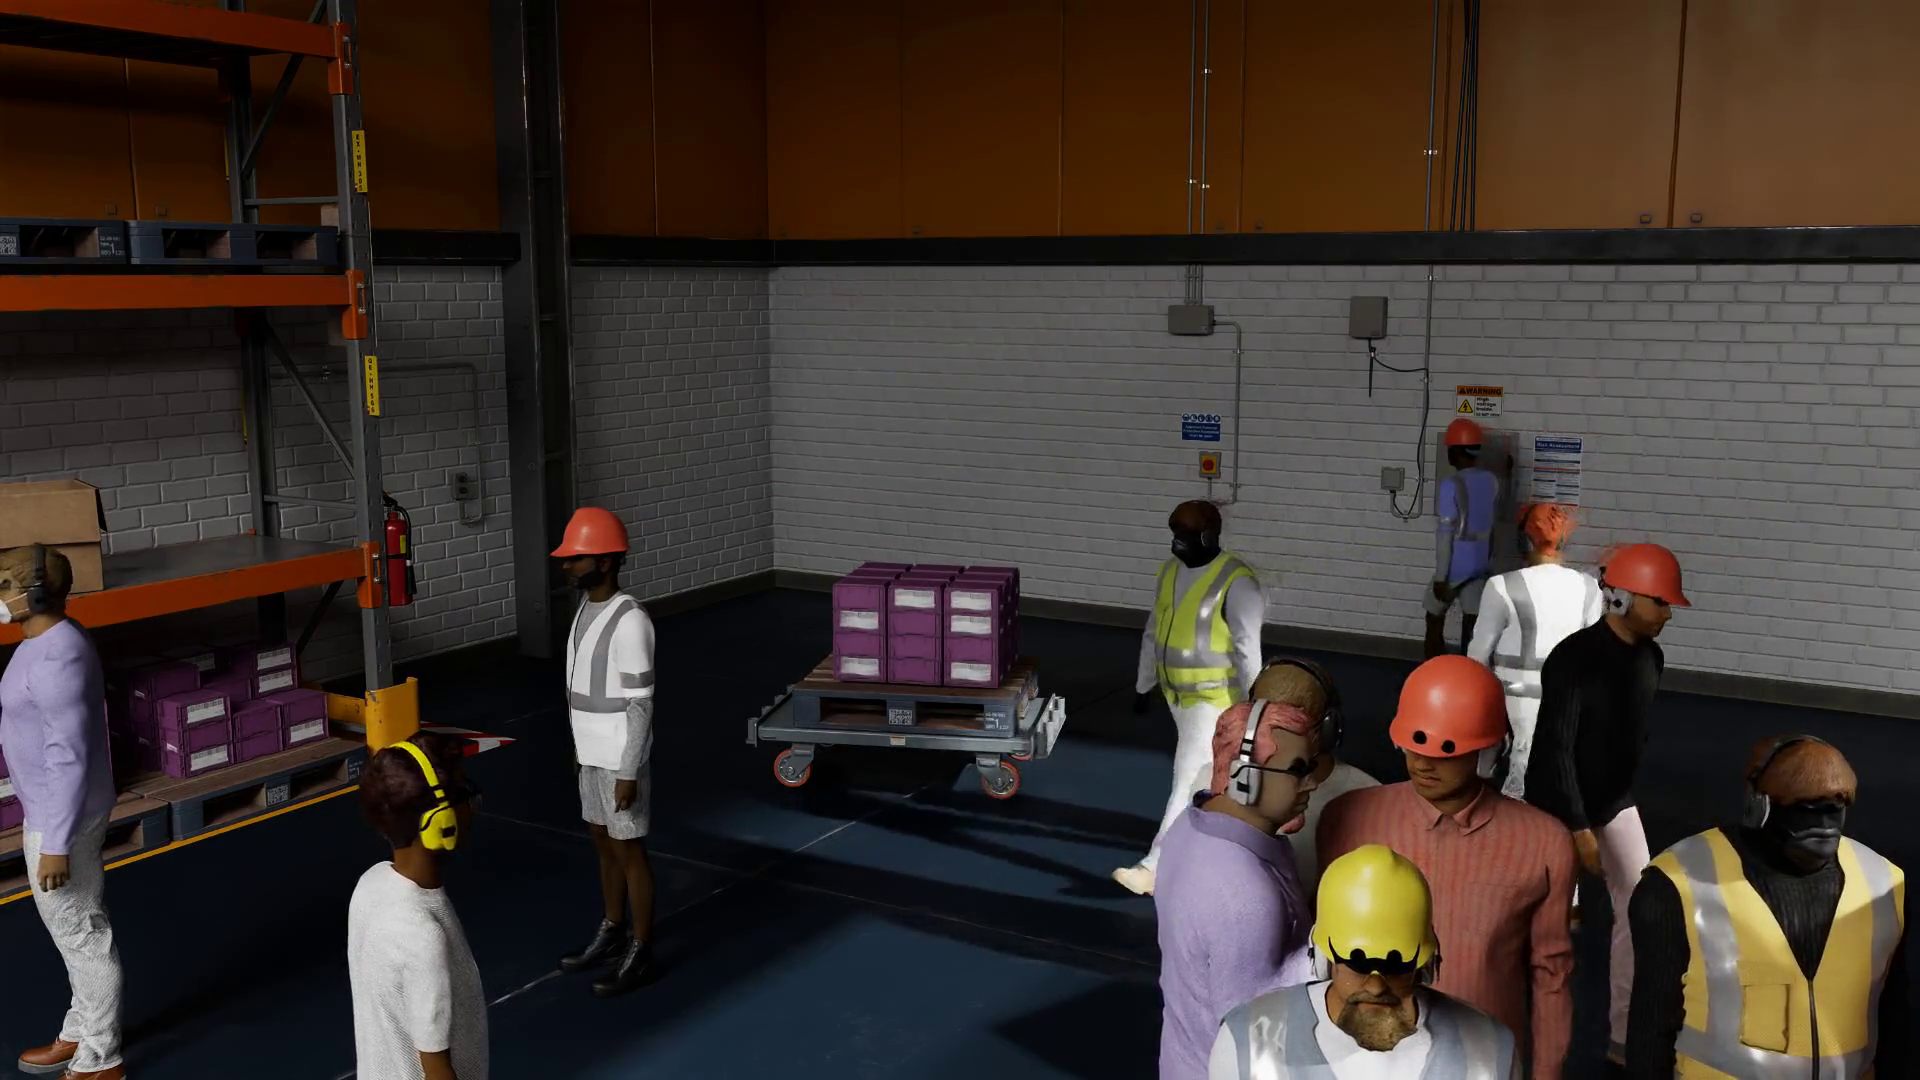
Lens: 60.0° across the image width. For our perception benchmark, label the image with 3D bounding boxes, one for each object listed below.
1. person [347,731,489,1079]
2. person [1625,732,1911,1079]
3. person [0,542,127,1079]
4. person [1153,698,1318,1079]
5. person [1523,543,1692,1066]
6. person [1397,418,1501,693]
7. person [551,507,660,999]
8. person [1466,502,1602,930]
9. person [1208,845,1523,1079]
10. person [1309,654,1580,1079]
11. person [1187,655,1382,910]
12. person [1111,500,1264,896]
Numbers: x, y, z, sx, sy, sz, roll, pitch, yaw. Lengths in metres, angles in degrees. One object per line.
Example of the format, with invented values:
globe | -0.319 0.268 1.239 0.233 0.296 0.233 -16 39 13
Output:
person | -1.134 1.331 3.630 0.321 1.876 0.532 -6 11 -32
person | 1.835 1.327 3.804 0.623 1.835 0.430 0 9 0
person | -3.104 0.964 5.721 0.372 1.940 0.631 -5 11 -31
person | 0.652 1.290 3.793 0.402 1.904 0.652 -1 9 -4
person | 2.210 0.926 6.057 0.639 1.931 0.957 -5 10 -27
person | 3.315 0.158 10.859 0.558 1.910 0.890 -6 11 -33
person | -1.402 0.829 6.566 0.363 1.939 0.542 -6 11 -34
person | 2.534 0.734 7.492 0.573 1.821 1.022 -3 10 -20
person | 0.736 1.441 3.071 0.600 1.831 0.404 0 9 2
person | 1.103 1.233 3.885 0.612 1.990 0.392 2 9 15
person | 0.807 1.222 4.127 0.628 1.935 0.373 7 11 36
person | 1.006 0.719 7.661 0.918 1.798 0.659 -5 10 -28
